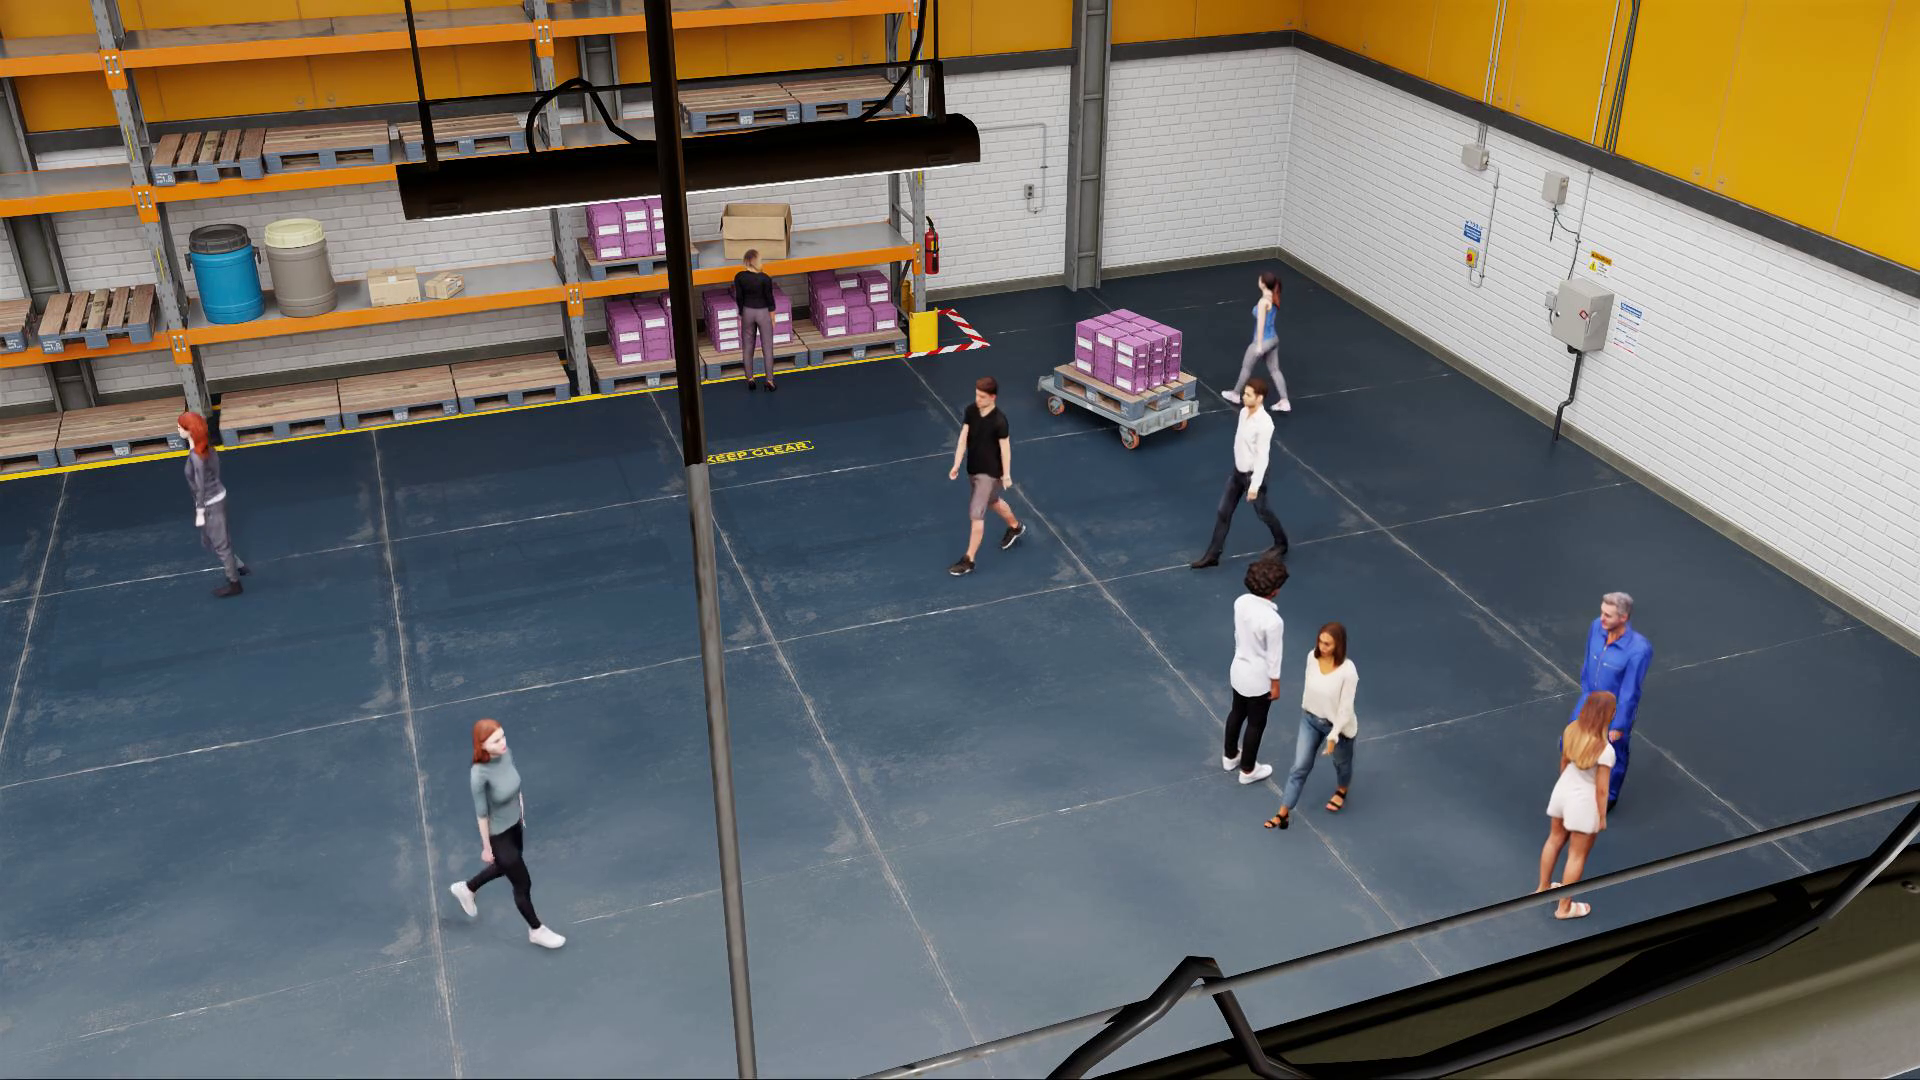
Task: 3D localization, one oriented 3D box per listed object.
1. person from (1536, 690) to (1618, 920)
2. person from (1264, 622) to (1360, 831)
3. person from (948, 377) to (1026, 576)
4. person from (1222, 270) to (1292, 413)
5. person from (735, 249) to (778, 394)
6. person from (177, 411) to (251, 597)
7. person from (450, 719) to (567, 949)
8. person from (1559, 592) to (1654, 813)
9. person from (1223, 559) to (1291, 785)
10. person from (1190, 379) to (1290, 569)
[{"bbox_3d":[4.018,1.709,10.855,0.541,1.695,0.555,-9,30,-16],"label":"person"},{"bbox_3d":[2.652,1.279,11.703,1.167,1.637,0.893,-23,36,-36],"label":"person"},{"bbox_3d":[0.298,-0.646,15.033,1.305,1.829,0.918,-21,35,-33],"label":"person"},{"bbox_3d":[3.358,-2.106,17.980,0.979,1.569,1.084,23,36,35],"label":"person"},{"bbox_3d":[-2.259,-2.430,18.465,0.639,1.674,0.741,6,29,10],"label":"person"},{"bbox_3d":[-6.424,-0.307,14.471,0.538,1.771,0.568,-10,30,-17],"label":"person"},{"bbox_3d":[-2.963,1.856,10.556,1.110,1.723,0.977,9,30,16],"label":"person"},{"bbox_3d":[4.657,1.140,11.781,0.735,1.807,0.800,-17,33,-28],"label":"person"},{"bbox_3d":[2.139,0.951,12.128,0.599,1.807,0.649,-15,32,-25],"label":"person"},{"bbox_3d":[2.685,-0.569,14.895,1.189,1.825,0.698,-10,30,-18],"label":"person"}]
